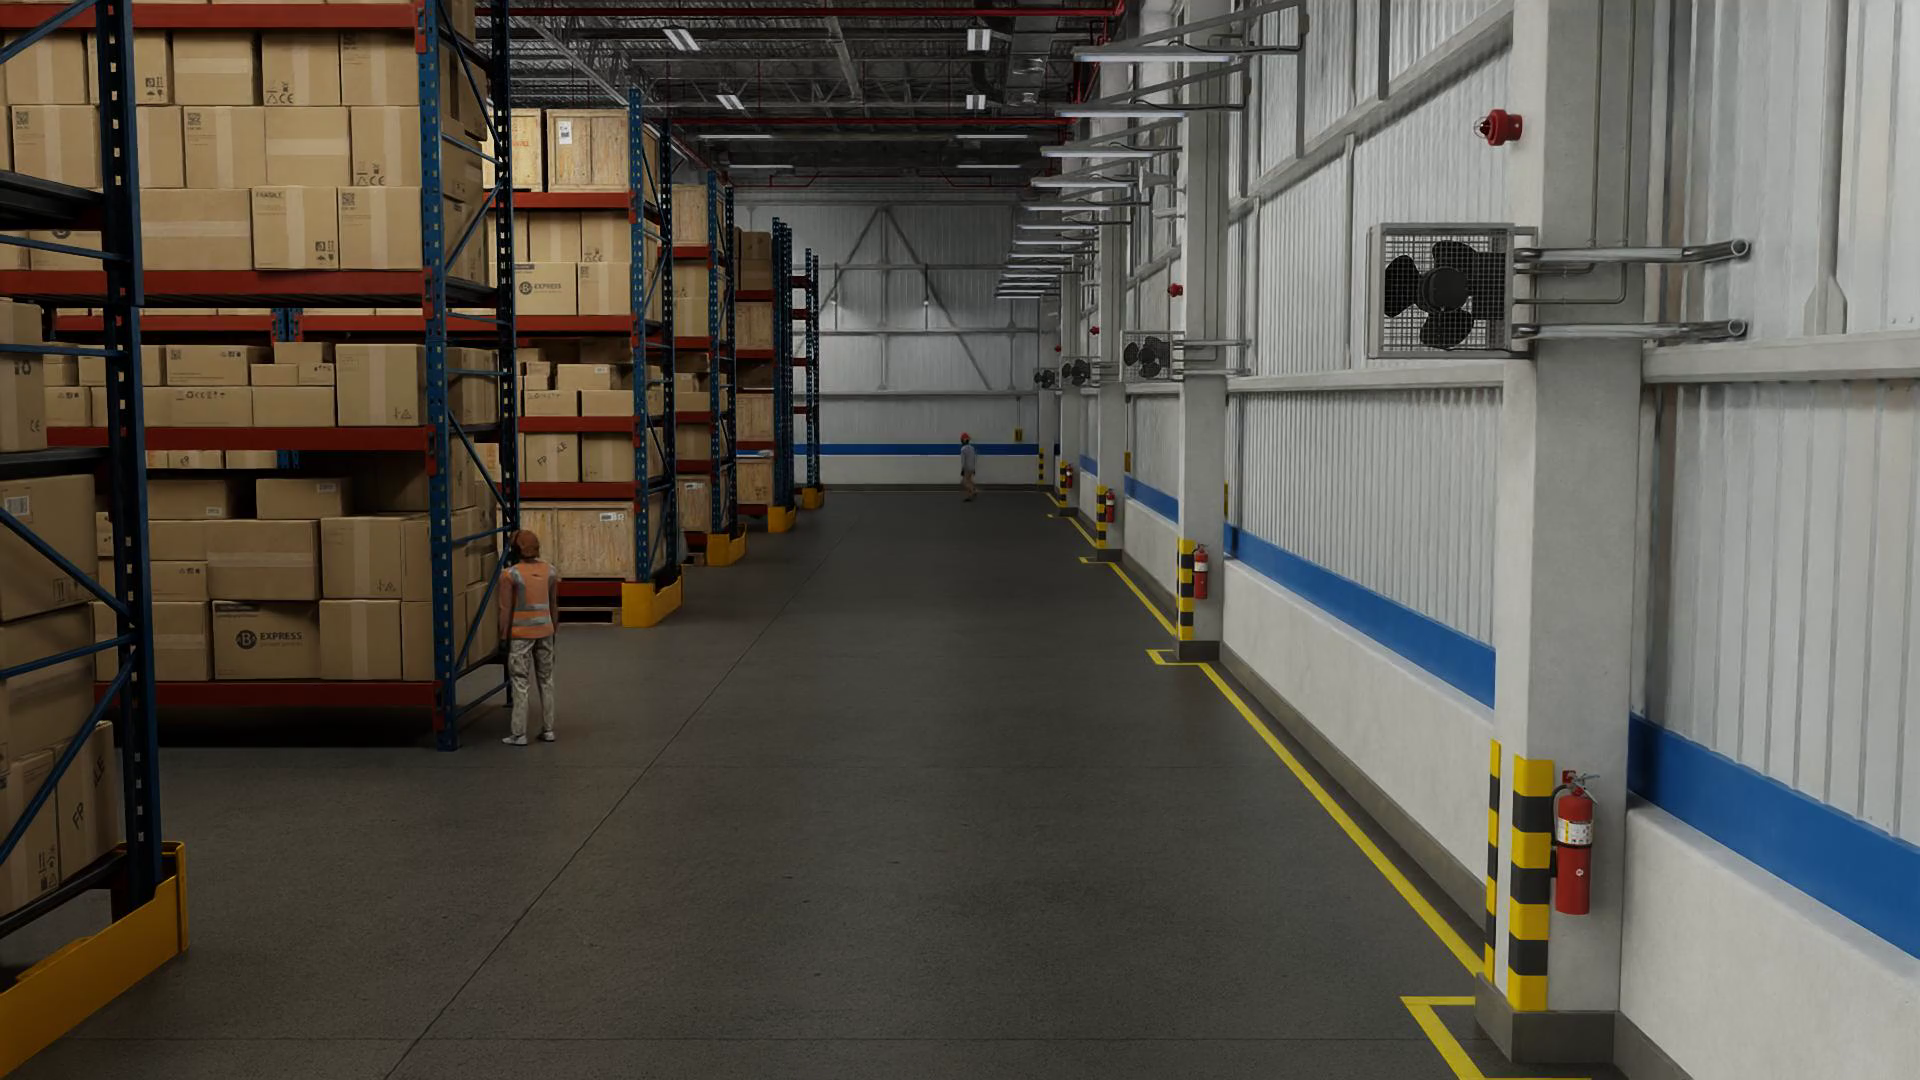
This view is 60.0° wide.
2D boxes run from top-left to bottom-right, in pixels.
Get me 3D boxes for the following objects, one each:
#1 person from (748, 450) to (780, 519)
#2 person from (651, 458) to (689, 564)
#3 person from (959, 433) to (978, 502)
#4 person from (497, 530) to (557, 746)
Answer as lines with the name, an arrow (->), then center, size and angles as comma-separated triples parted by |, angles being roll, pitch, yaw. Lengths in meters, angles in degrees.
person -> -4.106, -1.342, 35.334 | 1.011, 1.879, 0.562 | 3, 6, 28
person -> -3.831, -0.166, 21.933 | 0.450, 1.824, 0.641 | 1, 5, 10
person -> 0.196, -1.799, 41.402 | 0.486, 1.741, 0.598 | 2, 5, 24
person -> -3.252, 0.736, 12.544 | 0.315, 1.632, 0.518 | 4, 6, 41
